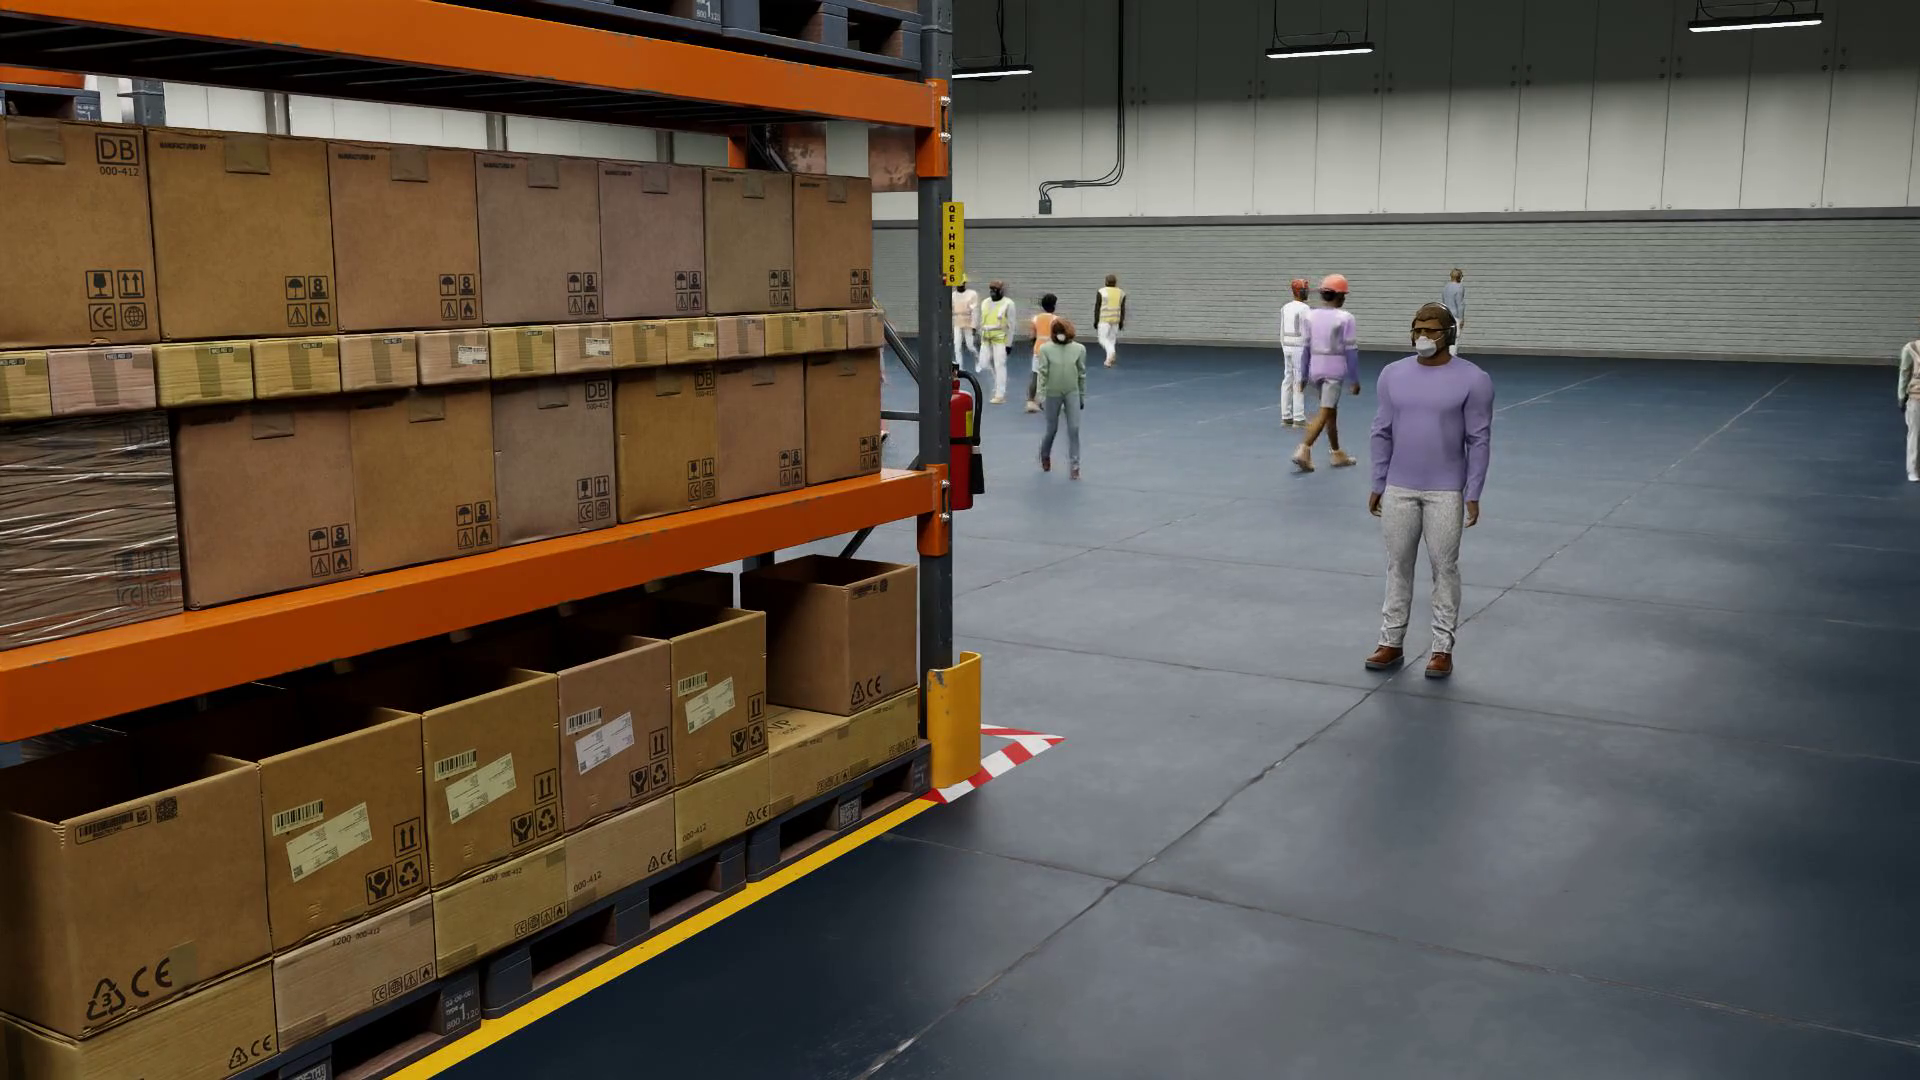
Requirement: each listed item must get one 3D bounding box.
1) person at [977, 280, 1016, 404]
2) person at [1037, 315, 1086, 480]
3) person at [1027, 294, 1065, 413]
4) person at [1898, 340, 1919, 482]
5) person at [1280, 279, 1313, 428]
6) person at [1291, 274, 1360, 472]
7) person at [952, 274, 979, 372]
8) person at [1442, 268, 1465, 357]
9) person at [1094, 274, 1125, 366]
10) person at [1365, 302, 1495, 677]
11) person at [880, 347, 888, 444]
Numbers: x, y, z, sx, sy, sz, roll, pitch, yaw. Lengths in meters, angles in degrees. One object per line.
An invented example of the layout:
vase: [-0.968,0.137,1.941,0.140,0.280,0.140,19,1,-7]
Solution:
person: [0.533,-2.920,24.563,0.648,1.823,0.451,8,13,40]
person: [0.990,-1.423,16.434,0.512,1.606,0.654,-1,10,-6]
person: [1.205,-2.601,23.205,0.543,1.654,0.862,6,12,33]
person: [9.284,-1.349,15.948,0.542,1.622,0.437,3,10,15]
person: [4.297,-2.369,21.171,0.355,1.883,0.573,-4,11,-23]
person: [3.724,-1.702,16.925,1.013,2.004,0.628,-7,12,-36]
person: [0.098,-3.922,30.227,0.590,1.895,0.723,5,11,25]
person: [9.541,-4.270,32.136,0.372,1.940,0.632,-3,10,-18]
person: [2.972,-4.328,32.817,0.636,1.820,0.632,-4,11,-23]
person: [2.426,-0.259,8.656,0.627,1.941,0.370,7,12,34]
person: [-1.049,-1.846,18.572,0.568,1.720,0.822,-8,13,-40]
